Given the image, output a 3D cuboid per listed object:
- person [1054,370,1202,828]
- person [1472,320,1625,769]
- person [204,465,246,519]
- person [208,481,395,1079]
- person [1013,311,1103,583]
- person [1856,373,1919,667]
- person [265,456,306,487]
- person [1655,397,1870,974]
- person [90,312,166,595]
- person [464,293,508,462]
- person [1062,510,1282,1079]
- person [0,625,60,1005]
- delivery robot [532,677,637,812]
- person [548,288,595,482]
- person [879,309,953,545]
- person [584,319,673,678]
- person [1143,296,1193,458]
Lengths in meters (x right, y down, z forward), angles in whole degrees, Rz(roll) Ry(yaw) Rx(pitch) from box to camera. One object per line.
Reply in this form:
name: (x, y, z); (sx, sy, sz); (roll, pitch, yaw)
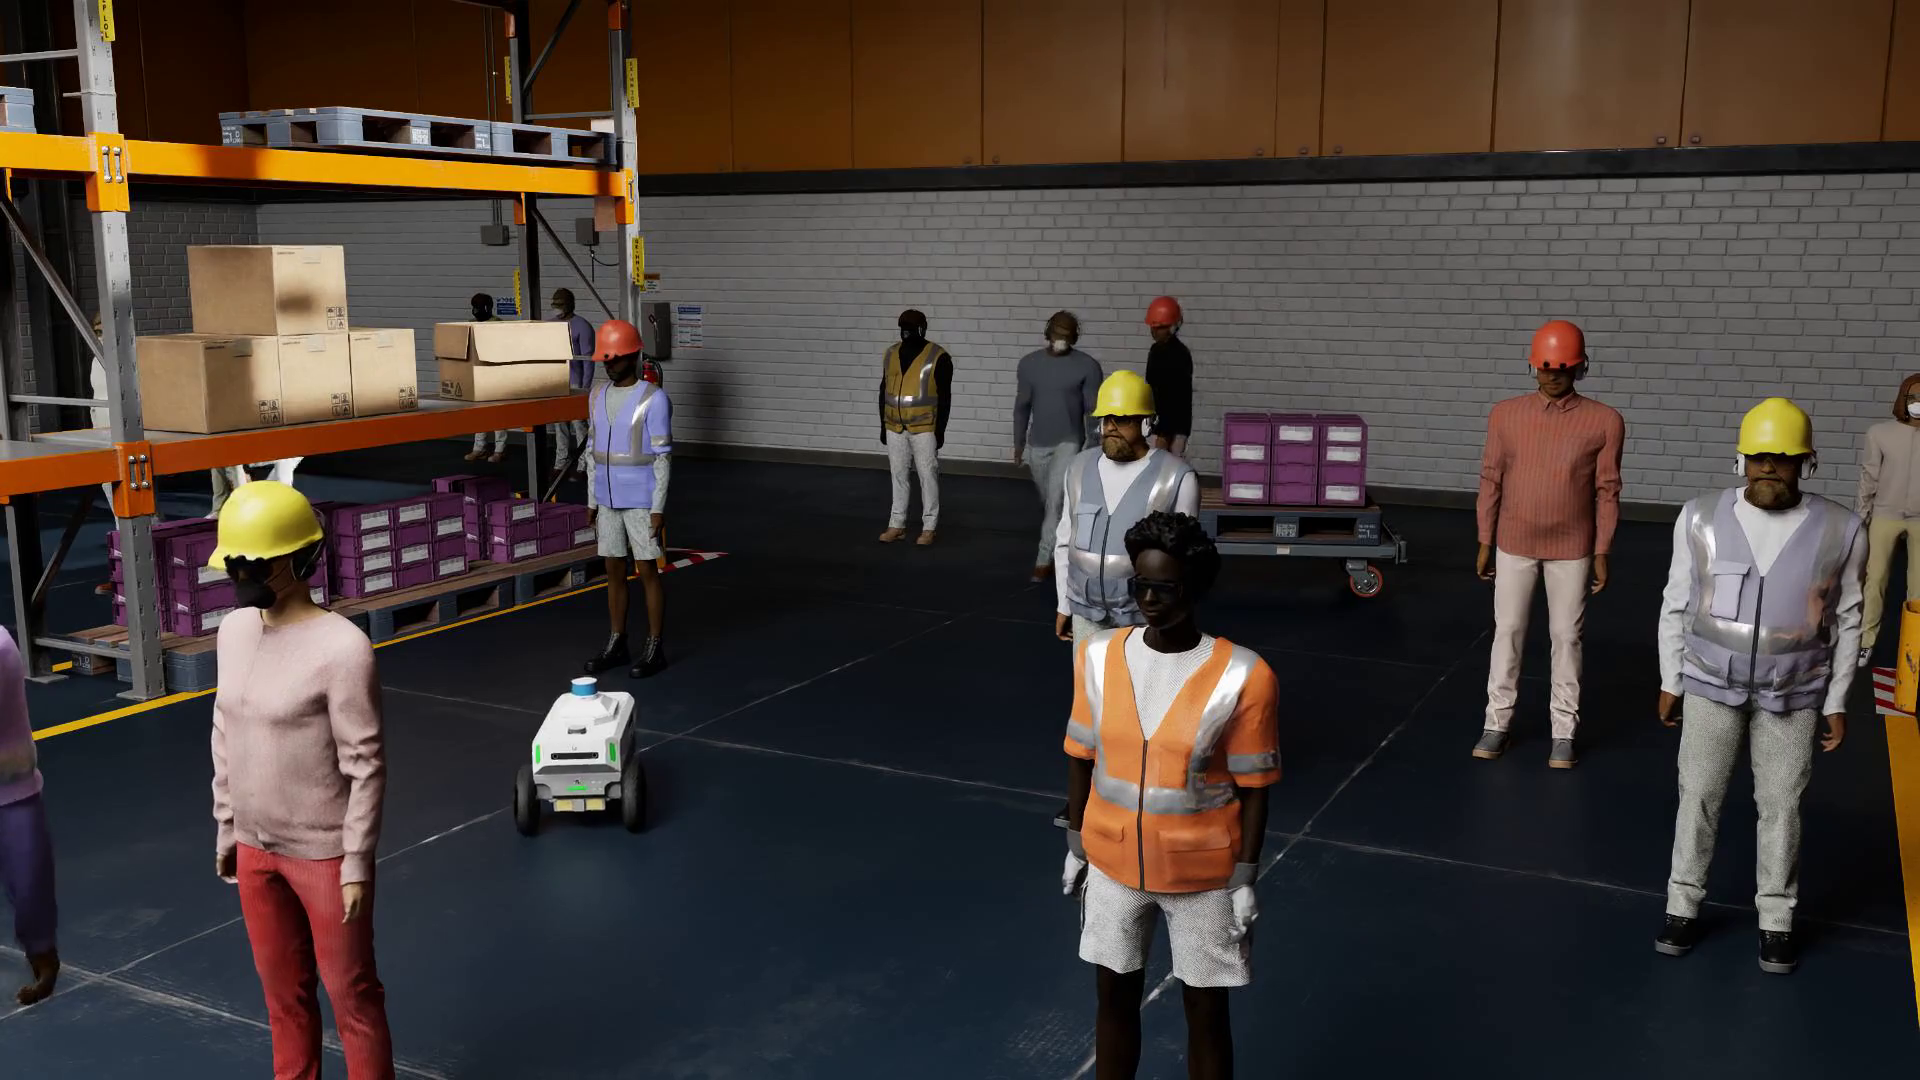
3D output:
person: (0.629, 0.253, 6.510); (0.587, 1.833, 0.404); (5, 11, 27)
person: (2.600, 0.020, 7.404); (0.609, 1.991, 0.384); (5, 11, 27)
person: (-6.200, -1.039, 13.884); (0.508, 1.872, 0.329); (5, 11, 27)
person: (-1.585, 0.730, 3.959); (0.522, 1.765, 0.317); (5, 11, 27)
person: (0.724, -0.693, 11.846); (0.637, 1.895, 0.982); (4, 11, 23)
person: (5.175, -0.094, 9.097); (0.497, 1.633, 0.285); (5, 11, 27)
person: (-5.937, -1.166, 14.622); (0.404, 1.870, 0.585); (-2, 10, -11)
person: (2.534, 0.460, 5.312); (0.587, 1.833, 0.404); (5, 11, 27)
person: (-5.515, -0.576, 11.014); (0.630, 1.938, 0.373); (5, 11, 27)
person: (-5.201, -1.774, 18.225); (0.625, 1.844, 0.429); (5, 11, 27)
person: (0.478, 0.769, 3.920); (0.533, 1.697, 0.318); (5, 11, 27)
person: (-2.083, 0.757, 3.188); (0.620, 1.979, 1.079); (-3, 10, -19)
delivery robot: (-1.517, 0.802, 6.757); (0.477, 0.478, 0.707); (-1, 10, -5)
person: (-3.917, -1.543, 16.612); (0.630, 1.938, 0.373); (5, 11, 27)
person: (-0.372, -0.884, 13.068); (0.625, 1.844, 0.429); (5, 11, 27)
person: (-1.804, -0.220, 8.964); (0.543, 1.933, 0.363); (5, 11, 27)
person: (1.480, -0.817, 12.319); (0.558, 1.961, 0.640); (-3, 10, -16)
